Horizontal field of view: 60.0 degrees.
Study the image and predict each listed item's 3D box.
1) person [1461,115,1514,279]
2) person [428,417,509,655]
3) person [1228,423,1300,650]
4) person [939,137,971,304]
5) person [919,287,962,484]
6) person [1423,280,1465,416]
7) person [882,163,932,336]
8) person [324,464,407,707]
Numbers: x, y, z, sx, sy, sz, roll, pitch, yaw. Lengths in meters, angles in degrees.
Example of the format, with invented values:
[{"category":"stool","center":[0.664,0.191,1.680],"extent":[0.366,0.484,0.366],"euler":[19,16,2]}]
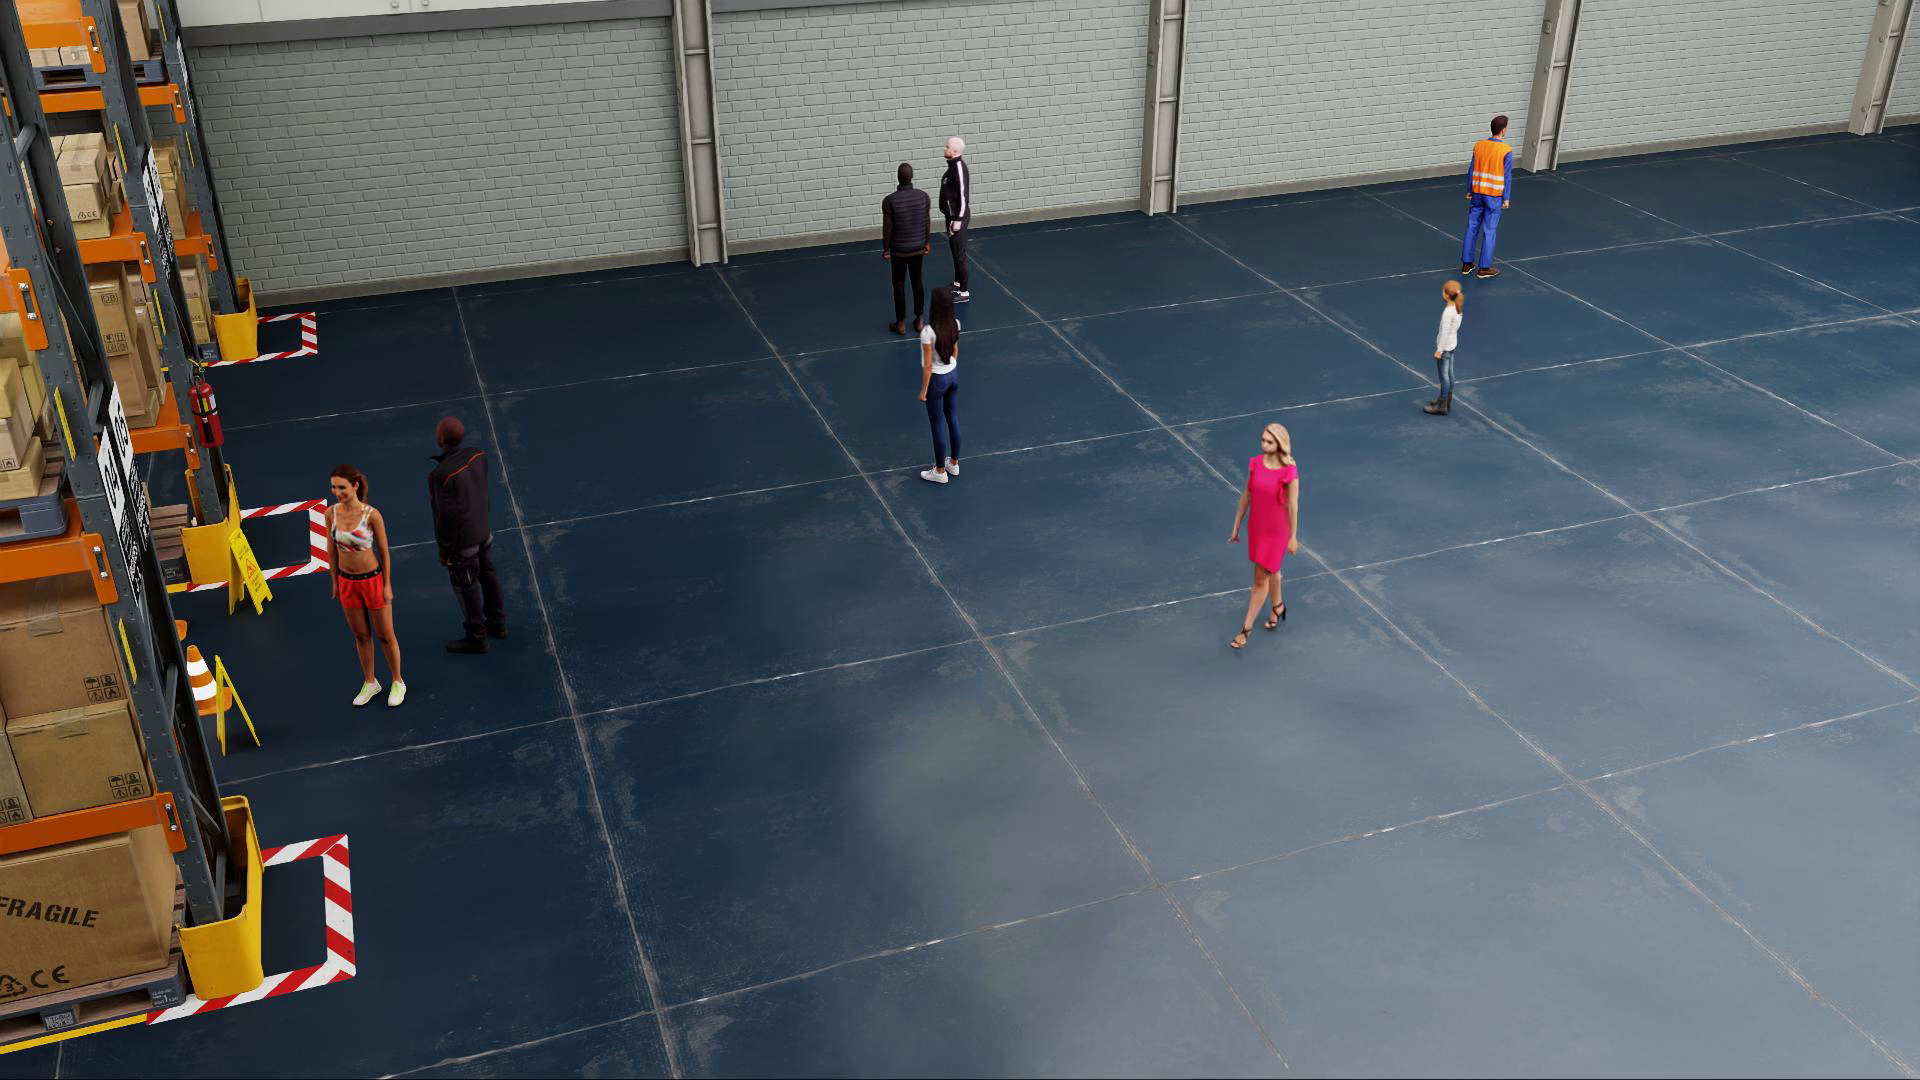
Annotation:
[{"category":"person","center":[6.114,-3.992,19.273],"extent":[0.757,1.863,0.782],"euler":[-24,36,-38]},{"category":"person","center":[-3.524,-0.047,11.907],"extent":[0.836,1.825,0.790],"euler":[10,30,19]},{"category":"person","center":[2.311,-0.084,12.106],"extent":[0.990,1.702,0.787],"euler":[-22,35,-35]},{"category":"person","center":[-0.028,-3.575,18.519],"extent":[0.656,1.836,0.724],"euler":[-3,28,-6]},{"category":"person","center":[-0.150,-1.350,14.407],"extent":[0.725,1.775,0.611],"euler":[22,35,35]},{"category":"person","center":[4.631,-1.829,15.796],"extent":[0.602,1.313,0.520],"euler":[18,33,31]},{"category":"person","center":[-0.563,-3.092,17.612],"extent":[0.508,1.836,0.754],"euler":[-11,30,-20]},{"category":"person","center":[-4.042,0.301,11.288],"extent":[0.627,1.791,0.720],"euler":[2,28,4]}]
